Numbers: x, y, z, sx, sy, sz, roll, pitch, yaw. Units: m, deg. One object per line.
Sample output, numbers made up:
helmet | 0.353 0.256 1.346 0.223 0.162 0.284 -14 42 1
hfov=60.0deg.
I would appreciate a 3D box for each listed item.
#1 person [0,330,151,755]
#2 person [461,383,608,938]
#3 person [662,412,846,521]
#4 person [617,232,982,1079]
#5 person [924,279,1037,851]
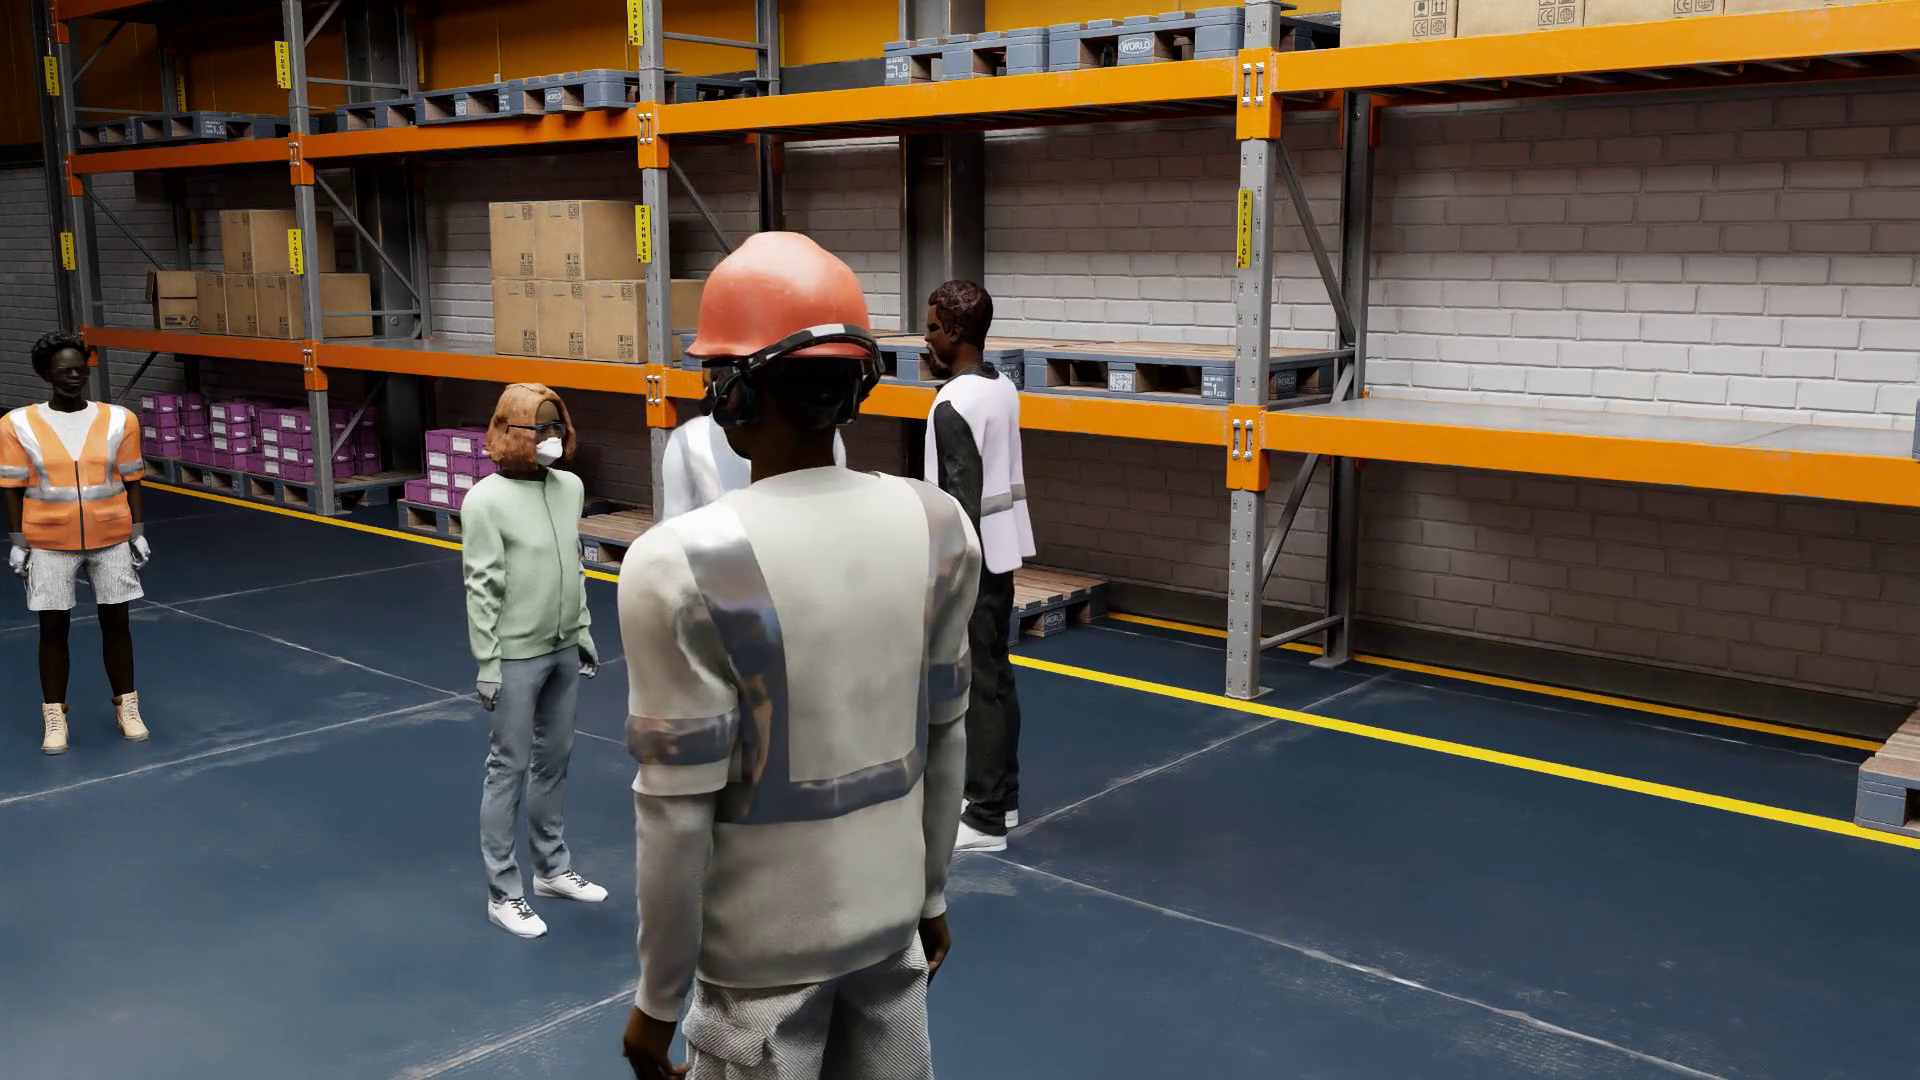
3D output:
person | -3.561 0.005 6.720 0.539 1.700 0.317 -7 12 -34
person | -1.268 0.345 4.974 0.264 1.632 0.508 5 11 25
person | -0.617 0.216 5.151 0.601 1.829 0.404 -3 11 -19
person | -0.252 0.570 2.531 0.606 2.044 0.373 -9 14 -43
person | 0.054 0.094 5.595 0.383 1.918 0.591 3 10 16
